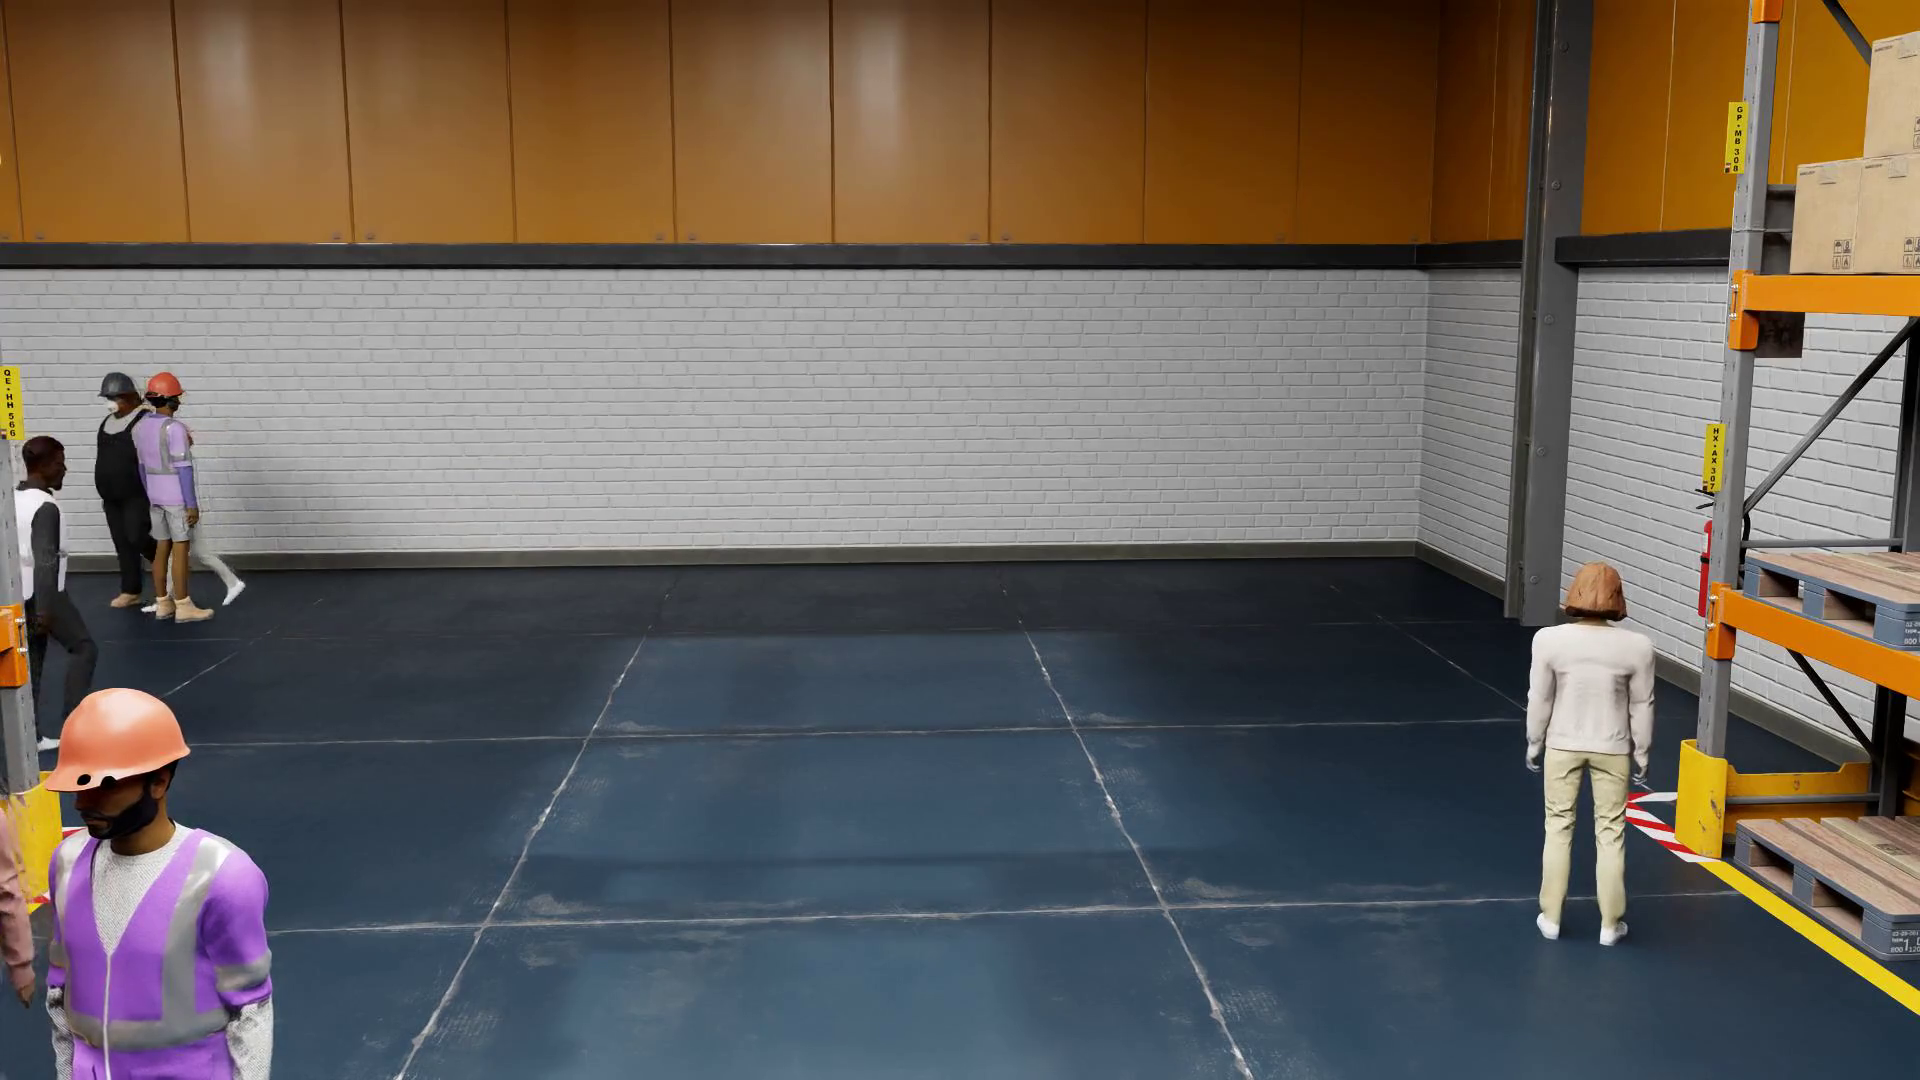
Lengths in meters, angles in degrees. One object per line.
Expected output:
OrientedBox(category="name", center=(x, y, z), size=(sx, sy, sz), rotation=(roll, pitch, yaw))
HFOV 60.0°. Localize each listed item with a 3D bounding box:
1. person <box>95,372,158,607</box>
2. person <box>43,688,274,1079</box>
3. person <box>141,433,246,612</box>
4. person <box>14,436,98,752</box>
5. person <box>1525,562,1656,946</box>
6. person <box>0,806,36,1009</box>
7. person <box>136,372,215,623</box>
OrientedBox(category="person", center=(-7.091, -0.434, 14.181), size=(0.703, 2.000, 0.557), rotation=(4, 10, 22))
OrientedBox(category="person", center=(-1.819, 1.278, 3.759), size=(0.548, 1.938, 0.358), rotation=(2, 9, 13))
OrientedBox(category="person", center=(-6.520, -0.201, 14.072), size=(0.784, 1.603, 0.500), rotation=(-3, 10, -19))
OrientedBox(category="person", center=(-5.389, 0.326, 9.899), size=(0.587, 1.891, 0.681), rotation=(7, 12, 38))
OrientedBox(category="person", center=(2.666, 0.903, 7.065), size=(0.507, 1.631, 0.268), rotation=(4, 10, 21))
OrientedBox(category="person", center=(-2.943, 1.246, 4.654), size=(0.535, 1.714, 0.920), rotation=(1, 9, 3))
OrientedBox(category="person", center=(-6.440, -0.346, 13.609), size=(0.615, 2.047, 0.358), rotation=(6, 11, 33))
